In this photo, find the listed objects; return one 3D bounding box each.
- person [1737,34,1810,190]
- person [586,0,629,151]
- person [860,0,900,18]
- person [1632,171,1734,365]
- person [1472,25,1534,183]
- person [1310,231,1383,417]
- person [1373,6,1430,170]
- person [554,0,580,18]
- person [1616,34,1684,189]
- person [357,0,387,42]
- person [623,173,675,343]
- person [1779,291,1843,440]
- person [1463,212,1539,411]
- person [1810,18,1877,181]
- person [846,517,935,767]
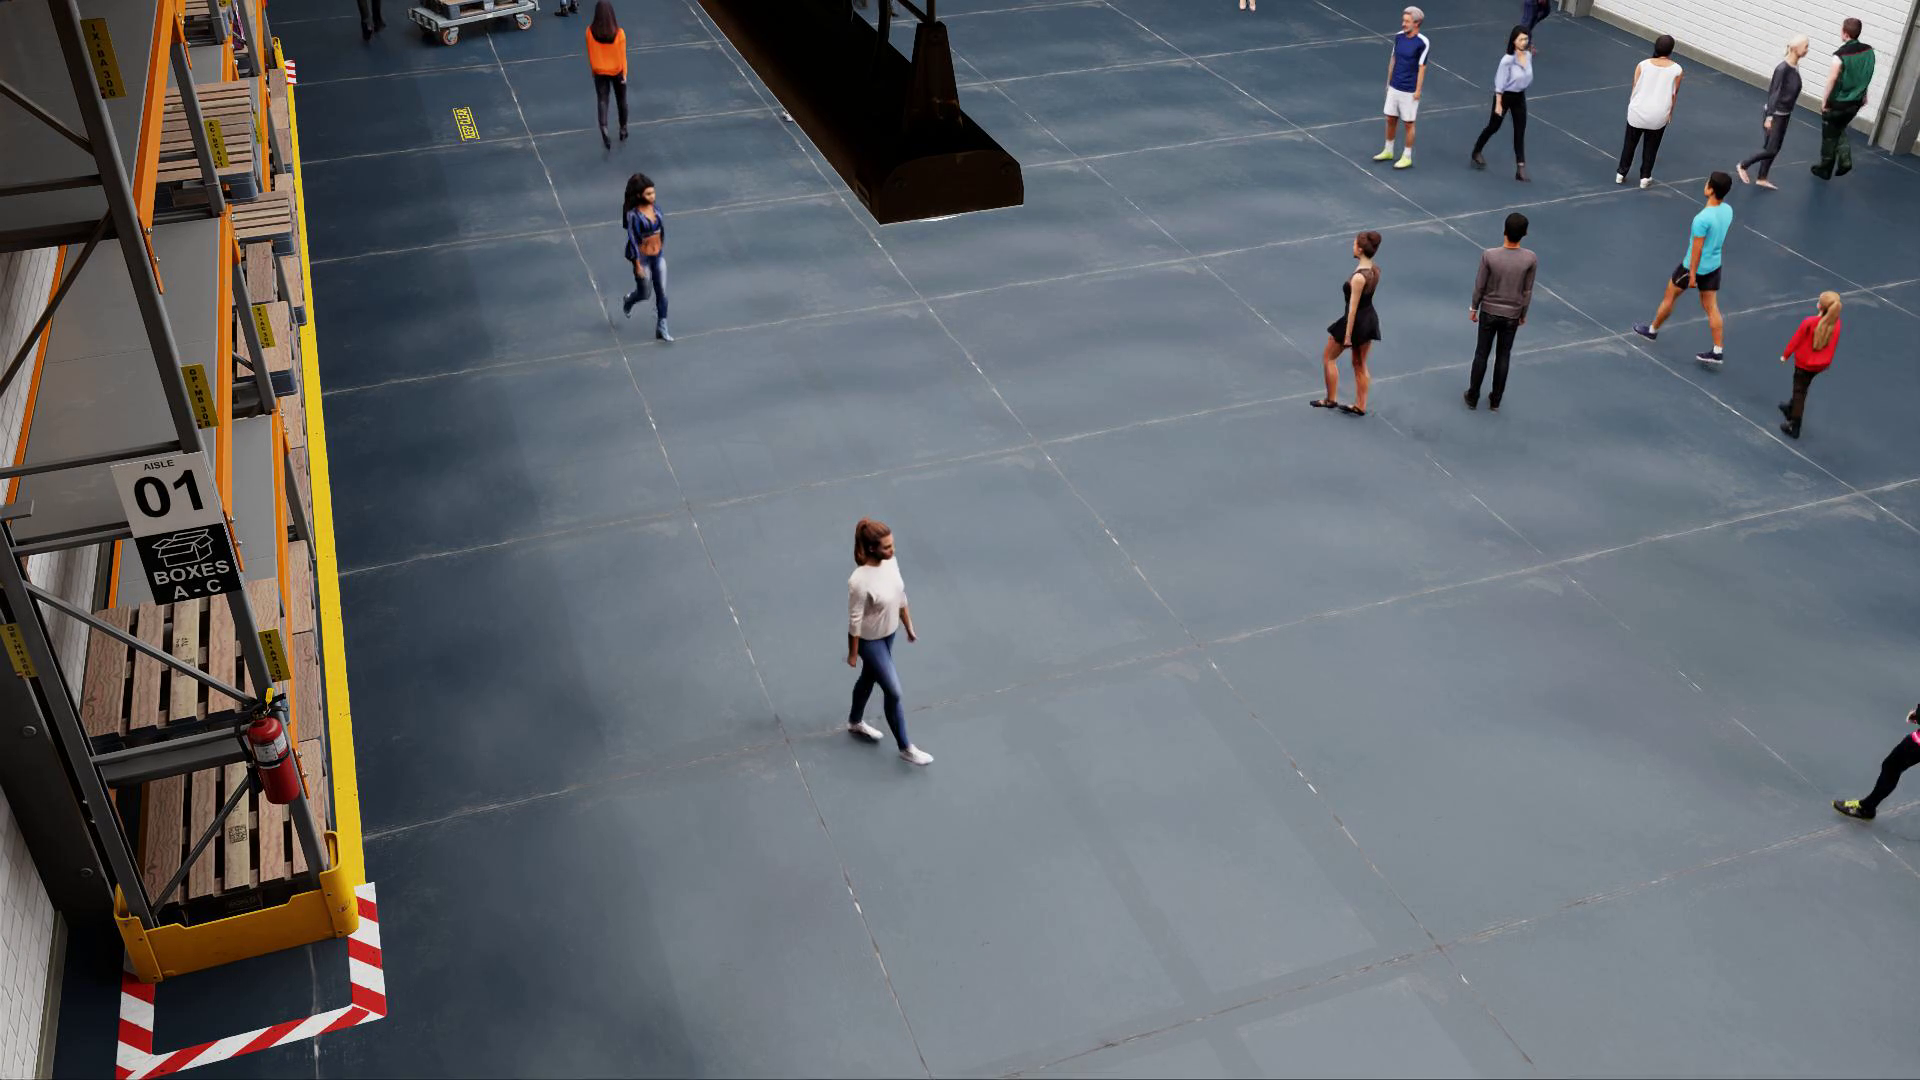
[{"bbox_3d":[9.033,-4.770,18.497,0.768,1.718,0.818,-27,42,-34],"label":"person"},{"bbox_3d":[-4.123,-5.421,19.465,0.841,1.728,1.133,-1,34,-1],"label":"person"},{"bbox_3d":[-1.178,-8.522,24.073,0.907,1.793,1.118,-27,42,-34],"label":"person"},{"bbox_3d":[6.726,-2.392,14.910,0.762,1.727,1.220,-18,38,-25],"label":"person"},{"bbox_3d":[6.120,-4.936,18.773,0.741,1.688,1.181,-17,37,-24],"label":"person"},{"bbox_3d":[3.433,-1.789,14.060,0.859,1.664,0.782,22,39,29],"label":"person"},{"bbox_3d":[5.098,-5.185,19.015,0.752,1.834,0.591,-24,40,-31],"label":"person"},{"bbox_3d":[-5.807,-8.499,24.104,0.705,1.719,0.672,20,39,28],"label":"person"},{"bbox_3d":[7.694,-4.803,18.574,0.755,1.686,0.819,15,37,22],"label":"person"},{"bbox_3d":[-8.257,-7.838,23.097,0.831,1.734,1.183,-9,35,-13],"label":"person"},{"bbox_3d":[-2.918,-2.592,15.327,0.958,1.599,0.829,26,41,33],"label":"person"},{"bbox_3d":[7.134,-1.446,13.907,0.611,1.261,0.800,-4,34,-6],"label":"person"},{"bbox_3d":[4.608,-1.937,14.189,0.705,1.766,0.716,2,34,3],"label":"person"},{"bbox_3d":[9.893,-4.865,18.554,0.759,1.813,0.796,-4,34,-6],"label":"person"},{"bbox_3d":[-0.604,0.601,10.434,1.030,1.697,0.954,16,37,23],"label":"person"}]
